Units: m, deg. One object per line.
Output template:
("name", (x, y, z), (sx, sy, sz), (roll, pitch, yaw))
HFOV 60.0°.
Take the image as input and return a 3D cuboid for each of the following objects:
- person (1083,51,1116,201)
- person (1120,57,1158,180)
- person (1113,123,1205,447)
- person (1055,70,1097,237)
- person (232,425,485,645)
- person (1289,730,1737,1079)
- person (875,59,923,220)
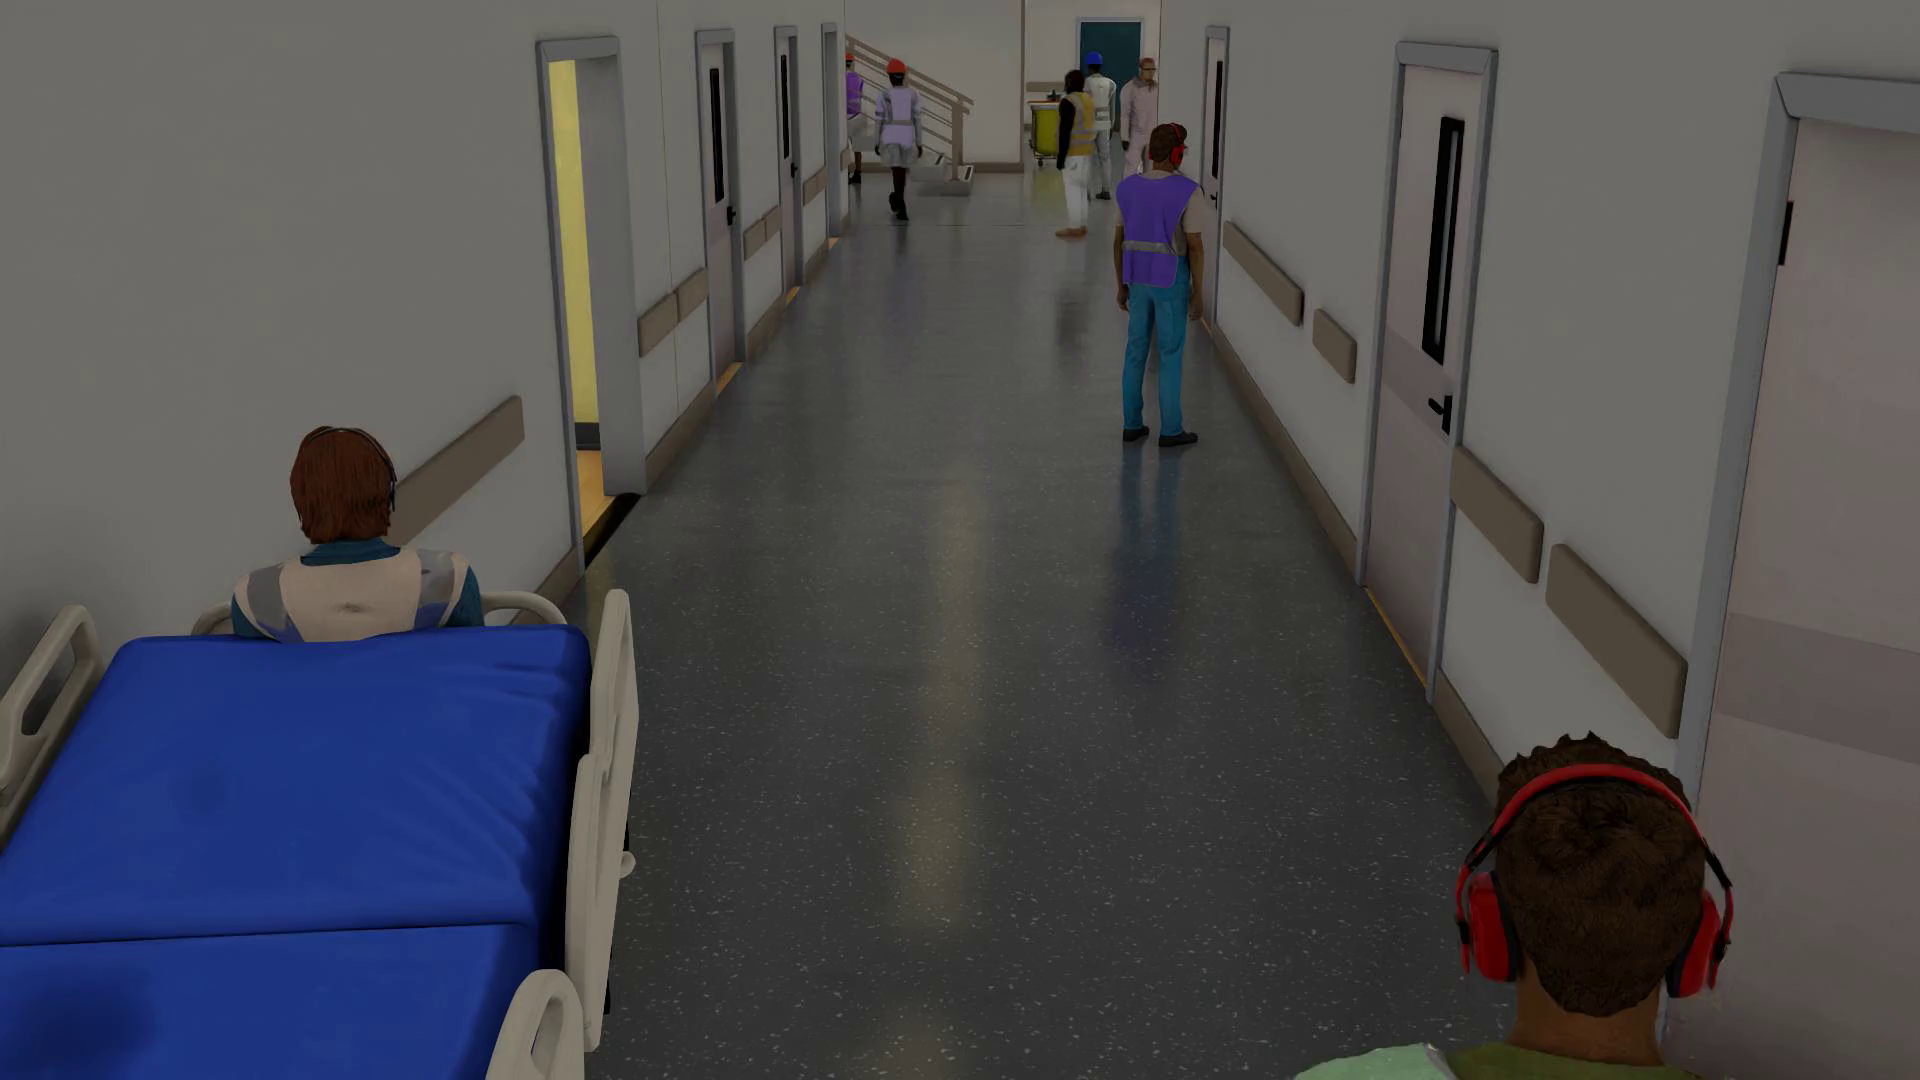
("person", (1.791, -5.513, 22.200), (0.601, 1.937, 0.420), (-8, 19, -24))
("person", (2.312, -5.081, 20.905), (0.655, 1.899, 0.396), (-10, 20, -28))
("person", (1.136, -1.455, 9.587), (0.570, 1.843, 0.372), (13, 22, 35))
("person", (1.286, -4.335, 18.703), (0.433, 1.812, 0.675), (11, 21, 30))
("person", (-1.244, 0.558, 3.600), (0.511, 1.637, 0.307), (-6, 19, -17))
("person", (0.610, 1.069, 1.742), (0.591, 1.794, 0.966), (7, 19, 20))
("person", (-0.780, -4.903, 20.352), (0.554, 1.879, 1.029), (-6, 19, -17))
